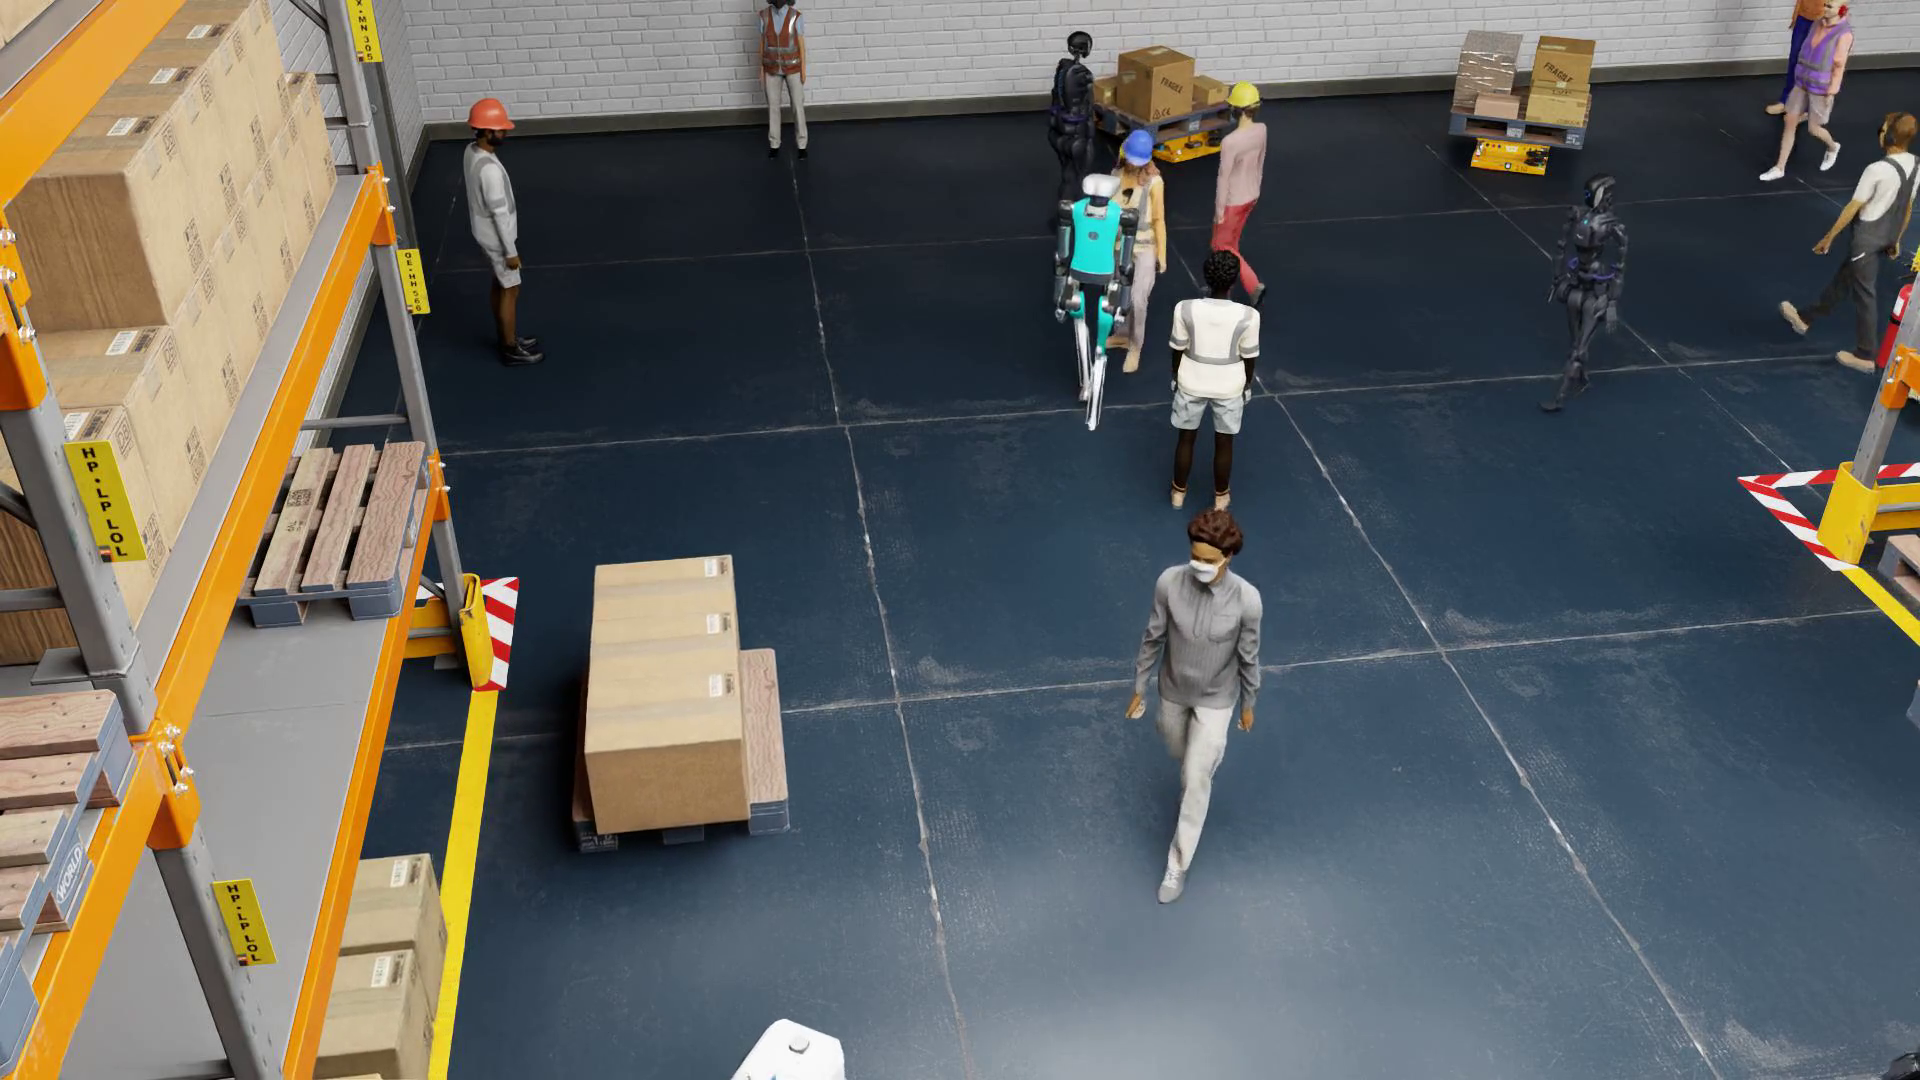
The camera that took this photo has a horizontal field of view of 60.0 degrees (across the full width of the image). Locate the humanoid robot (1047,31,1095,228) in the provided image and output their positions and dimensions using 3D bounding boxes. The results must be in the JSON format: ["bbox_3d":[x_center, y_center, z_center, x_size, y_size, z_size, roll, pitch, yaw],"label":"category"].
[{"bbox_3d":[0.903,-3.372,13.741,0.319,1.654,0.608,-18,37,-25],"label":"humanoid robot"}]

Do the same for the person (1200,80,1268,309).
[{"bbox_3d":[2.105,-2.532,12.380,0.527,1.748,0.629,-28,42,-36],"label":"person"}]

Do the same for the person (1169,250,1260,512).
[{"bbox_3d":[1.503,-0.928,9.971,0.533,1.693,0.320,8,34,12],"label":"person"}]

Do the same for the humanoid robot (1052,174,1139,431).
[{"bbox_3d":[0.907,-1.621,11.011,0.552,1.801,0.834,8,34,12],"label":"humanoid robot"}]

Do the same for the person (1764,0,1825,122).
[{"bbox_3d":[8.235,-5.043,16.026,0.398,1.974,0.517,-11,35,-17],"label":"person"}]

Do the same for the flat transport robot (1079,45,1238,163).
[{"bbox_3d":[1.824,-3.938,15.886,0.659,0.231,1.431,-21,38,-28],"label":"flat transport robot"}]

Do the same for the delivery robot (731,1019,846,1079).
[{"bbox_3d":[-0.719,2.181,6.241,0.499,0.587,0.789,15,36,21],"label":"delivery robot"}]

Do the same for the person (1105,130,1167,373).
[{"bbox_3d":[1.195,-2.027,11.599,0.603,1.742,0.494,27,42,35],"label":"person"}]

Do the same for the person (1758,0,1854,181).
[{"bbox_3d":[7.595,-3.996,14.683,0.682,1.671,0.496,-12,35,-18],"label":"person"}]

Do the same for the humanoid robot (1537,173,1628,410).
[{"bbox_3d":[4.173,-1.661,11.130,0.708,1.631,0.598,-18,37,-25],"label":"humanoid robot"}]

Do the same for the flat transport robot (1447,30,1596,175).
[{"bbox_3d":[5.227,-3.789,15.658,0.659,0.231,1.431,12,35,17],"label":"flat transport robot"}]

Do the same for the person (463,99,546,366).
[{"bbox_3d":[-3.194,-2.131,11.609,0.387,1.924,0.547,-16,36,-23],"label":"person"}]

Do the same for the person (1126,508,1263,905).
[{"bbox_3d":[1.064,0.641,7.414,0.539,1.866,0.876,16,36,23],"label":"person"}]

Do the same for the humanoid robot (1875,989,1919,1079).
[{"bbox_3d":[3.615,1.674,6.003,0.437,1.636,0.611,9,34,14],"label":"humanoid robot"}]

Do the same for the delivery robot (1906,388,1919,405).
[{"bbox_3d":[6.773,-1.058,11.224,0.790,0.608,0.499,-1,33,-2],"label":"delivery robot"}]

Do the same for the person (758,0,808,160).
[{"bbox_3d":[-1.615,-4.292,15.137,0.434,1.684,0.309,4,33,5],"label":"person"}]

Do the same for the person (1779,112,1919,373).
[{"bbox_3d":[6.334,-2.145,11.736,0.533,1.795,0.955,-16,36,-23],"label":"person"}]
